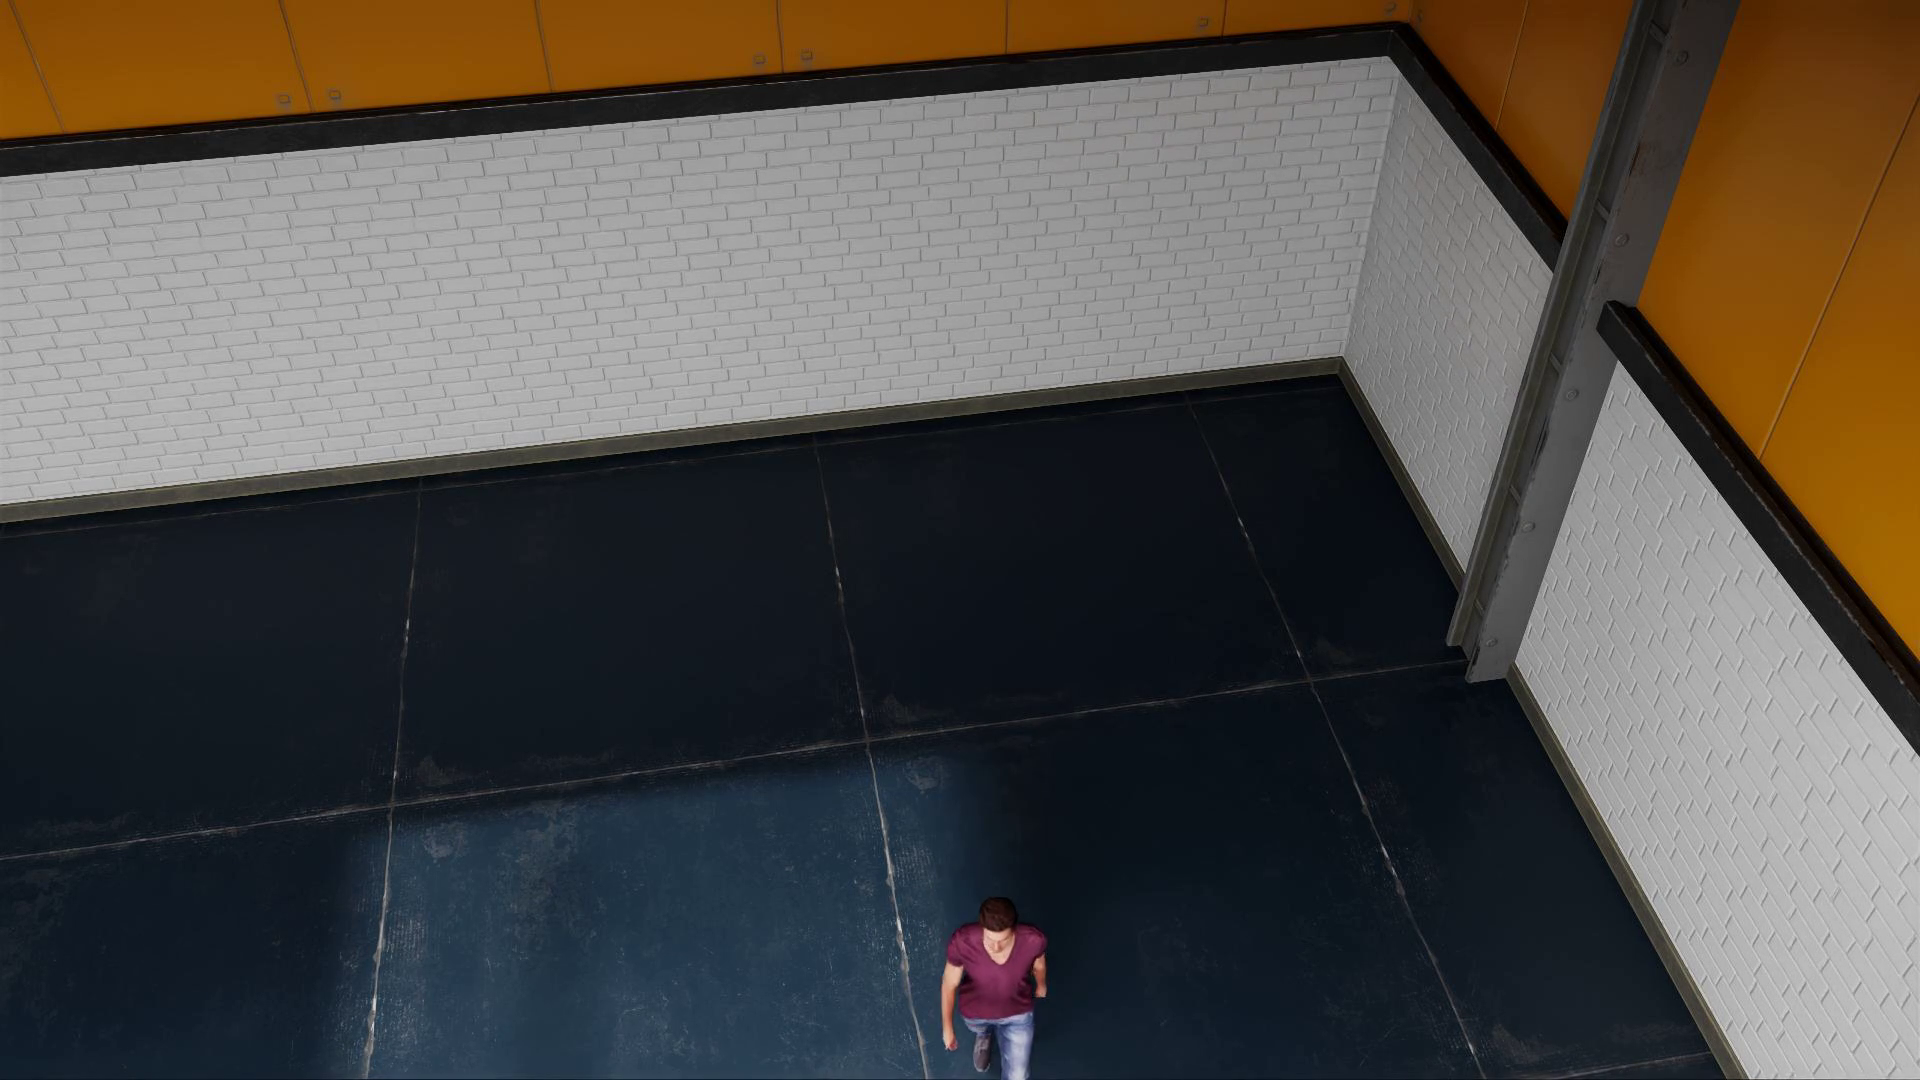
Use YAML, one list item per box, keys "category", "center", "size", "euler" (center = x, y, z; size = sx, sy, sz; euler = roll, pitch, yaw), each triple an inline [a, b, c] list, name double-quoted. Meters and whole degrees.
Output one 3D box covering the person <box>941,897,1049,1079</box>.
- category: "person"
  center: [0.179, 2.267, 8.465]
  size: [0.854, 1.799, 1.215]
  euler: [2, 44, 2]
